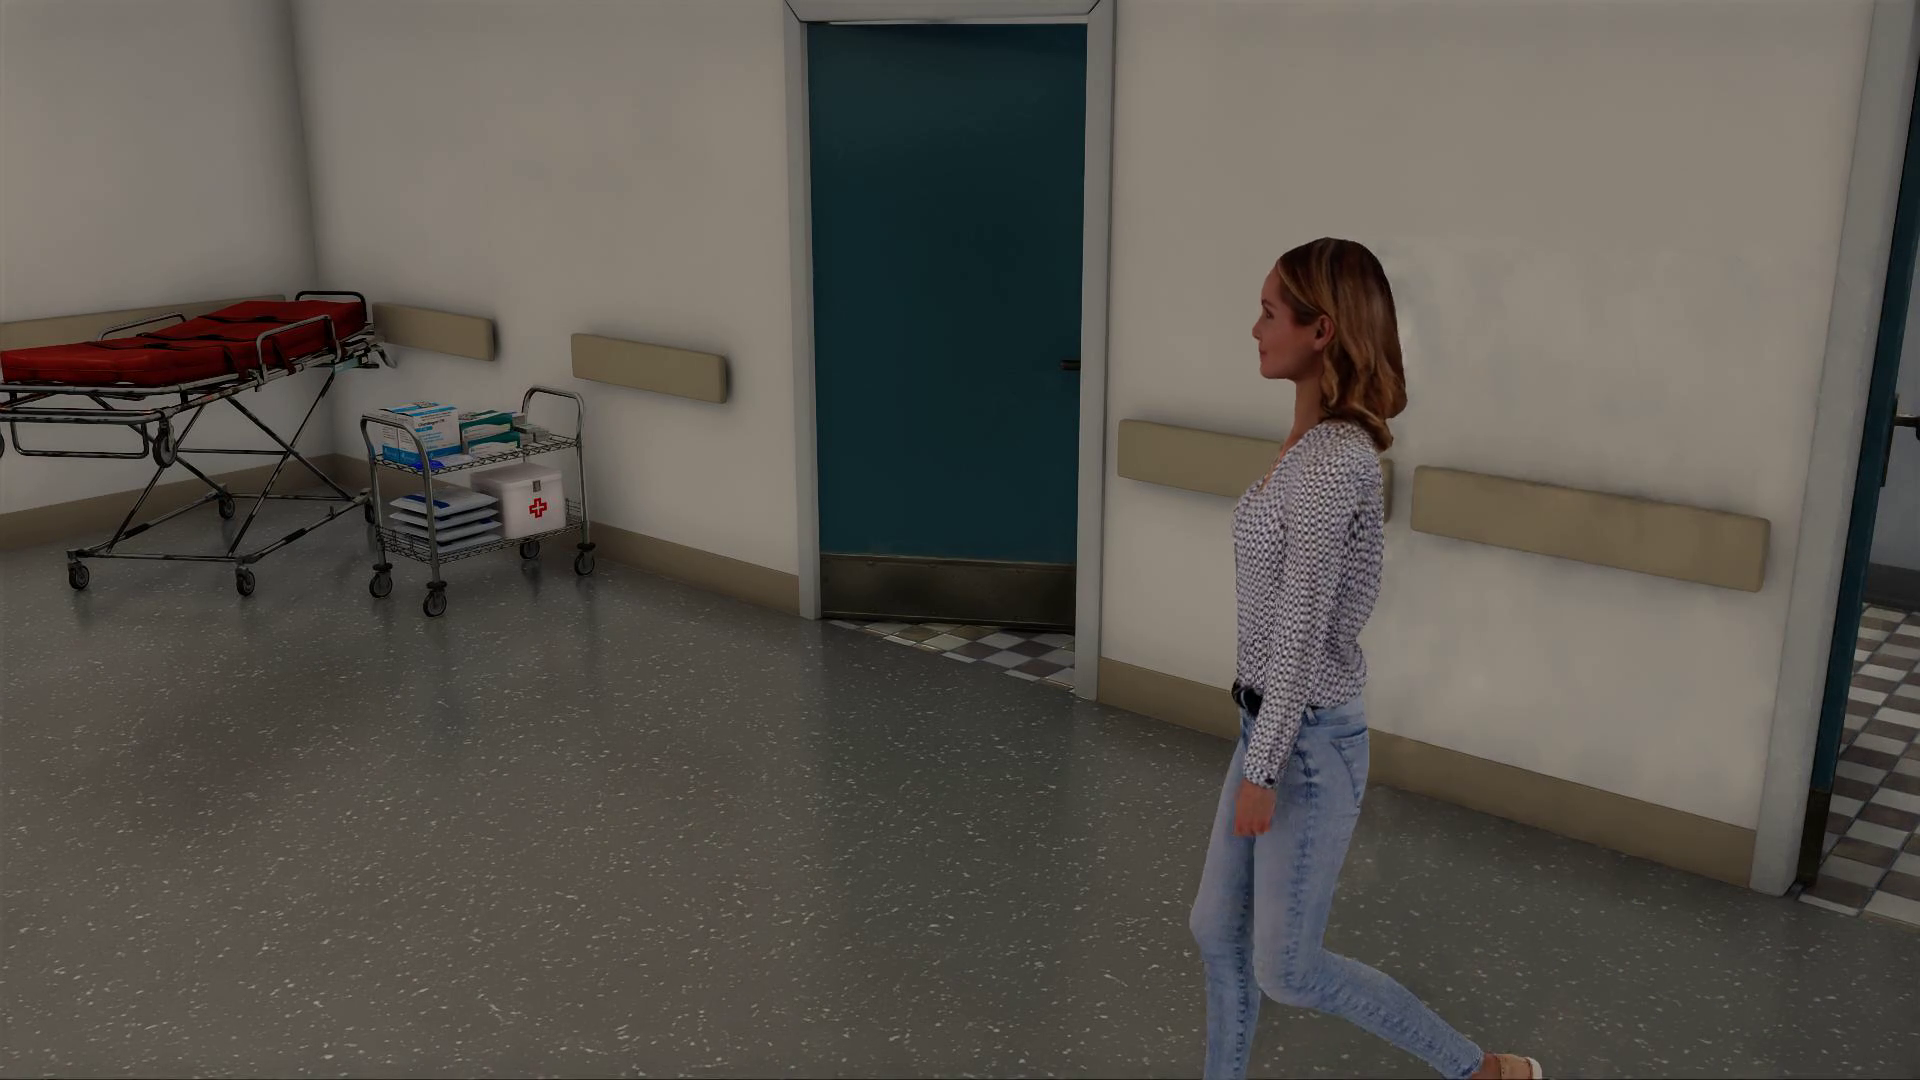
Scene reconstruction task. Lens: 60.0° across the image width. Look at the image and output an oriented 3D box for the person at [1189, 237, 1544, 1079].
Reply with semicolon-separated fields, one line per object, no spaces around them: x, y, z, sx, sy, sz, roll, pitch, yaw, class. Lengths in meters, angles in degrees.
0.664;0.394;2.885;1.102;1.778;0.945;2;16;8;person
